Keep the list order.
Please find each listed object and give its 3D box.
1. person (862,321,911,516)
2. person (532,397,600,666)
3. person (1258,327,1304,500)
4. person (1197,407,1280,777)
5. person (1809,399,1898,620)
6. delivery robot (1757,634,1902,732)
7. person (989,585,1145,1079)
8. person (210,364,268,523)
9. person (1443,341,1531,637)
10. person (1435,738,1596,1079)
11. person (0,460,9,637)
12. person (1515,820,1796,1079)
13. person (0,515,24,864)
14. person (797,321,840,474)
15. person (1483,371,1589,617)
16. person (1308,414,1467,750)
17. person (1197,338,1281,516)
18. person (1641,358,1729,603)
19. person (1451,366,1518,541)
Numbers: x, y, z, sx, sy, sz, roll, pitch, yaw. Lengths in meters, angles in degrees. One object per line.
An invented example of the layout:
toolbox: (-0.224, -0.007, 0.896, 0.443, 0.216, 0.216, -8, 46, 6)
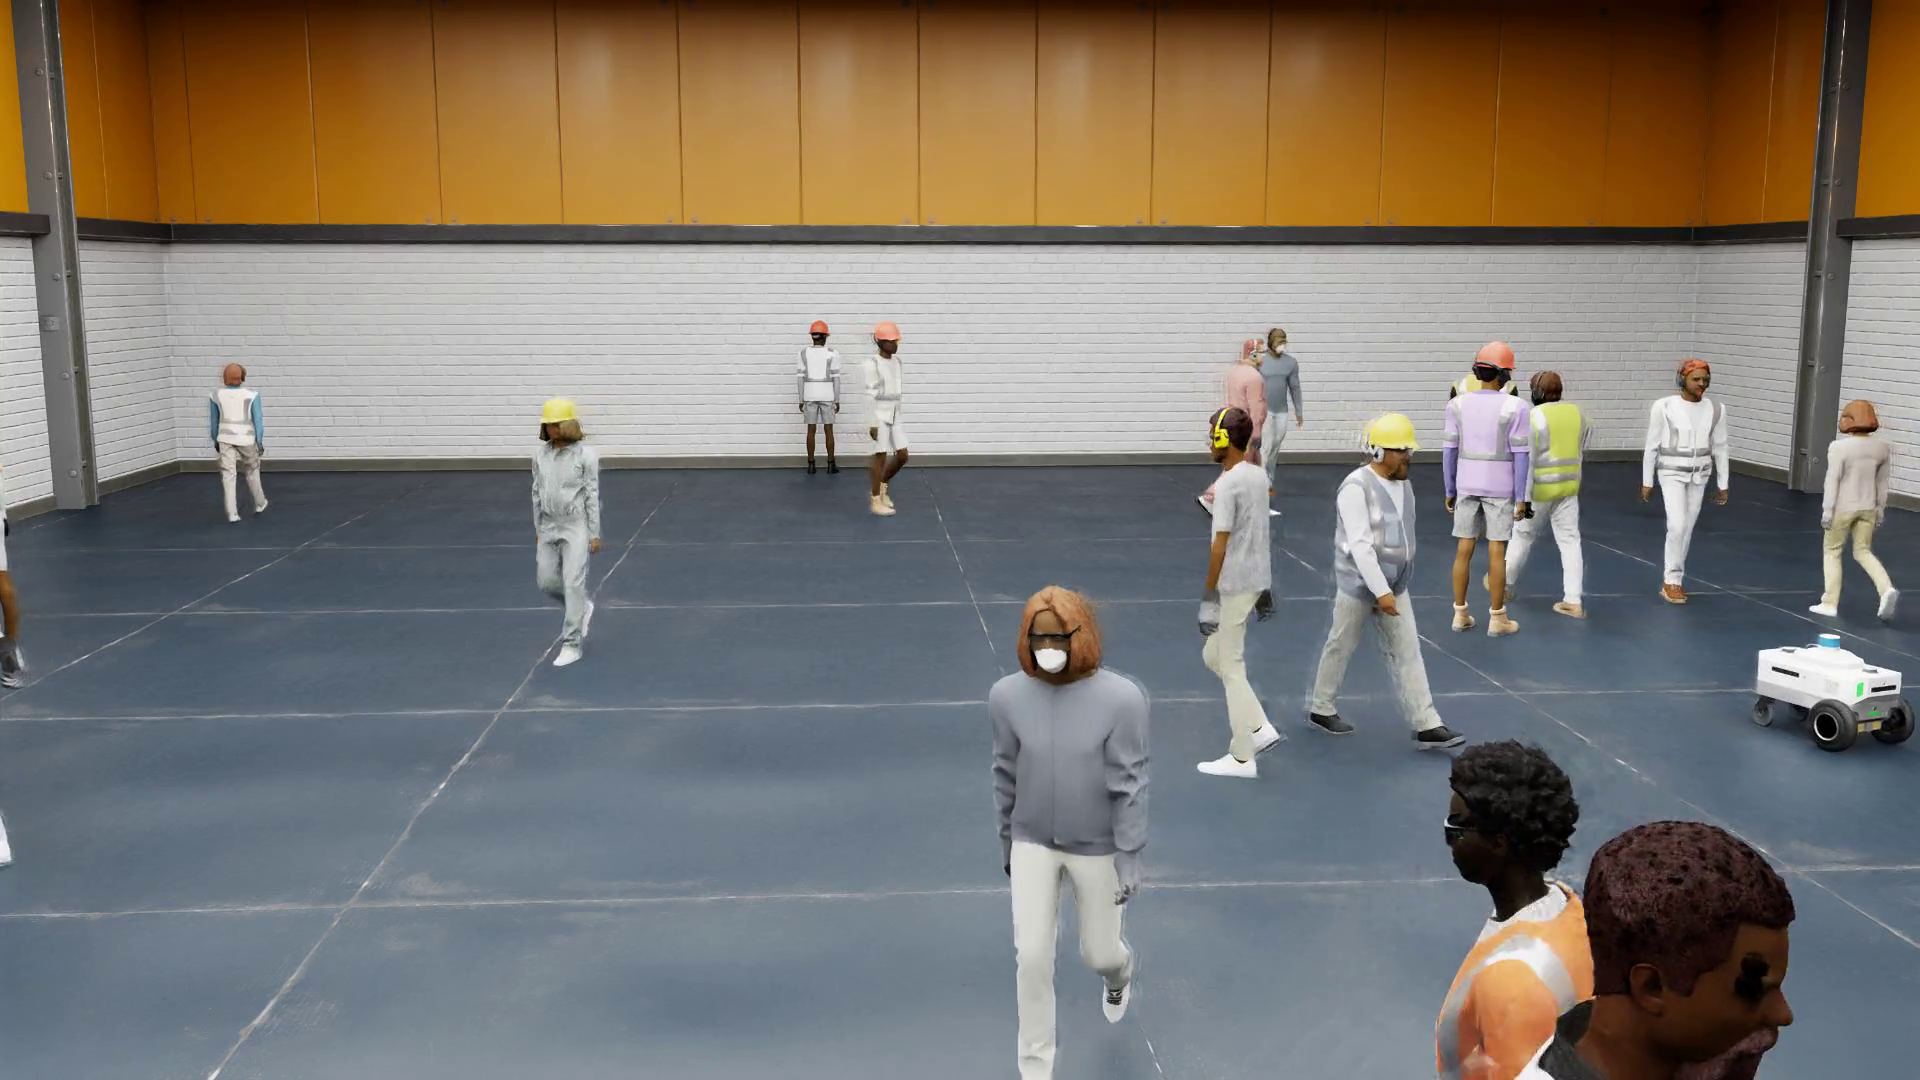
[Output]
person: (-0.763, -1.257, 17.317, 0.416, 2.028, 0.619, 7, 12, 38)
person: (-2.537, -0.076, 10.831, 0.488, 1.729, 0.579, 3, 10, 18)
person: (3.497, -1.392, 18.465, 0.651, 1.916, 0.620, -3, 10, -20)
person: (1.360, 0.266, 8.295, 0.416, 1.846, 0.657, 5, 10, 29)
person: (6.480, -0.206, 11.989, 0.506, 1.611, 0.652, -2, 9, -10)
delivery robot: (4.682, 0.753, 8.986, 0.477, 0.478, 0.707, -4, 10, -21)
person: (0.343, 0.904, 5.038, 0.499, 1.605, 0.691, 3, 10, 18)
person: (-7.363, -0.999, 16.994, 0.543, 1.589, 0.845, -1, 9, -8)
person: (3.667, -0.355, 11.583, 0.609, 2.043, 0.397, 8, 12, 41)
person: (0.957, 1.184, 3.122, 0.847, 1.647, 0.535, 5, 11, 31)
person: (-6.596, -0.203, 10.998, 0.593, 1.922, 0.380, 0, 9, -1)
person: (0.717, 1.235, 2.119, 0.831, 1.888, 0.592, 6, 11, 35)
person: (-4.399, 0.462, 7.180, 0.992, 1.816, 0.537, 6, 11, 33)
person: (-1.774, -1.791, 20.950, 0.547, 1.930, 0.384, 1, 9, 4)
person: (4.352, -0.367, 12.444, 0.641, 1.782, 0.978, -3, 9, -18)
person: (2.230, 0.222, 8.796, 0.578, 1.777, 0.912, -7, 11, -37)
person: (2.877, -1.140, 17.093, 0.886, 1.871, 0.679, -2, 9, -10)
person: (5.536, -0.430, 12.603, 0.611, 1.860, 0.604, -1, 9, -5)
person: (4.962, -0.908, 15.763, 0.637, 1.804, 0.865, 4, 10, 24)
